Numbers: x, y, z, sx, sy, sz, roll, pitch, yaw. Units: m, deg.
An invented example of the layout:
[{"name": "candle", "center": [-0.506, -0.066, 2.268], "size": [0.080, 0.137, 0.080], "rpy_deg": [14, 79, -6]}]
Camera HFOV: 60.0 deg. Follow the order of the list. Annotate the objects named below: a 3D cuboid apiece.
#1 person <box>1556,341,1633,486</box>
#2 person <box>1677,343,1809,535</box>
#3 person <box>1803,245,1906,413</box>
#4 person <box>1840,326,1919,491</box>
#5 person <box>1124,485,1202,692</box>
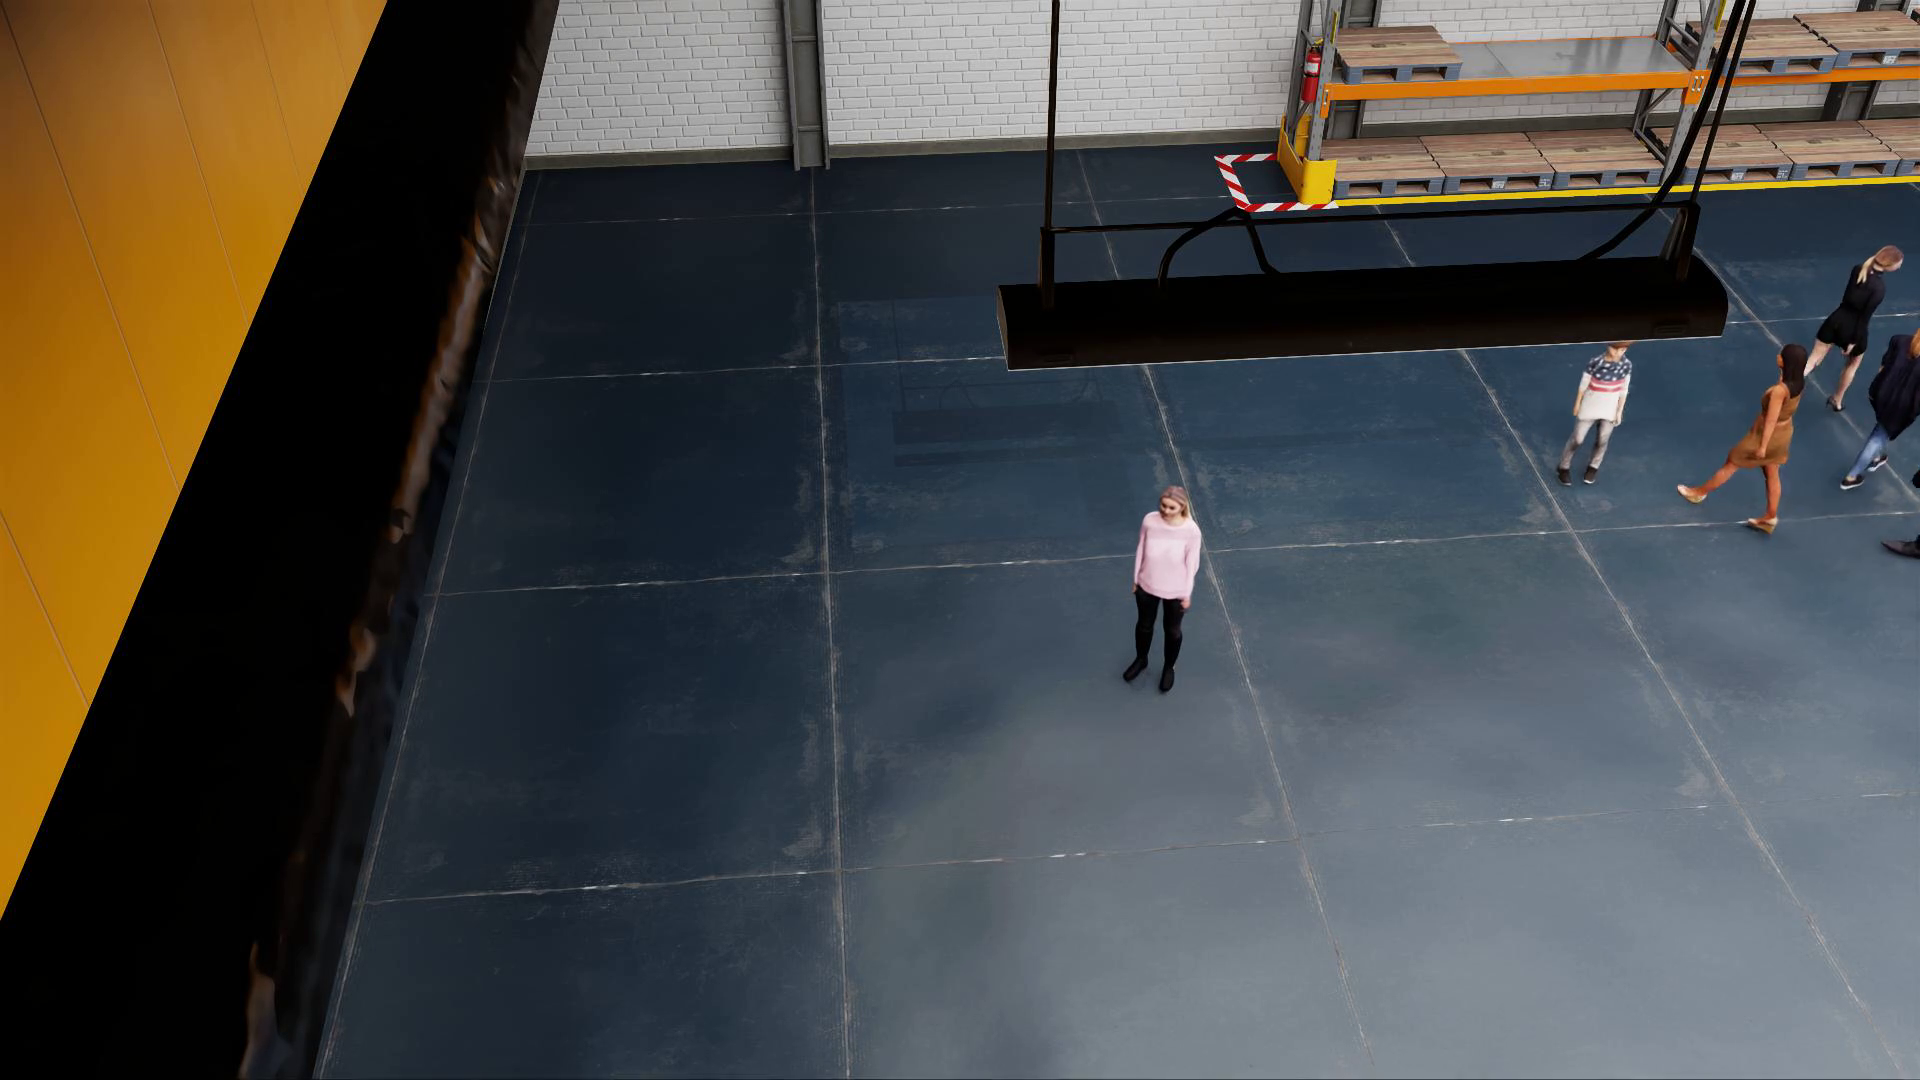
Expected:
[{"name": "person", "center": [5.249, -1.129, 13.584], "size": [0.515, 1.435, 0.623], "rpy_deg": [5, 39, 7]}, {"name": "person", "center": [6.353, -0.742, 12.927], "size": [1.014, 1.652, 1.013], "rpy_deg": [32, 48, 33]}, {"name": "person", "center": [7.416, -1.717, 14.100], "size": [1.167, 1.710, 0.808], "rpy_deg": [-16, 41, -19]}, {"name": "person", "center": [7.453, -1.085, 13.352], "size": [0.988, 1.657, 0.857], "rpy_deg": [-21, 43, -24]}, {"name": "person", "center": [1.422, 0.311, 11.579], "size": [0.636, 1.688, 0.743], "rpy_deg": [16, 41, 19]}]
